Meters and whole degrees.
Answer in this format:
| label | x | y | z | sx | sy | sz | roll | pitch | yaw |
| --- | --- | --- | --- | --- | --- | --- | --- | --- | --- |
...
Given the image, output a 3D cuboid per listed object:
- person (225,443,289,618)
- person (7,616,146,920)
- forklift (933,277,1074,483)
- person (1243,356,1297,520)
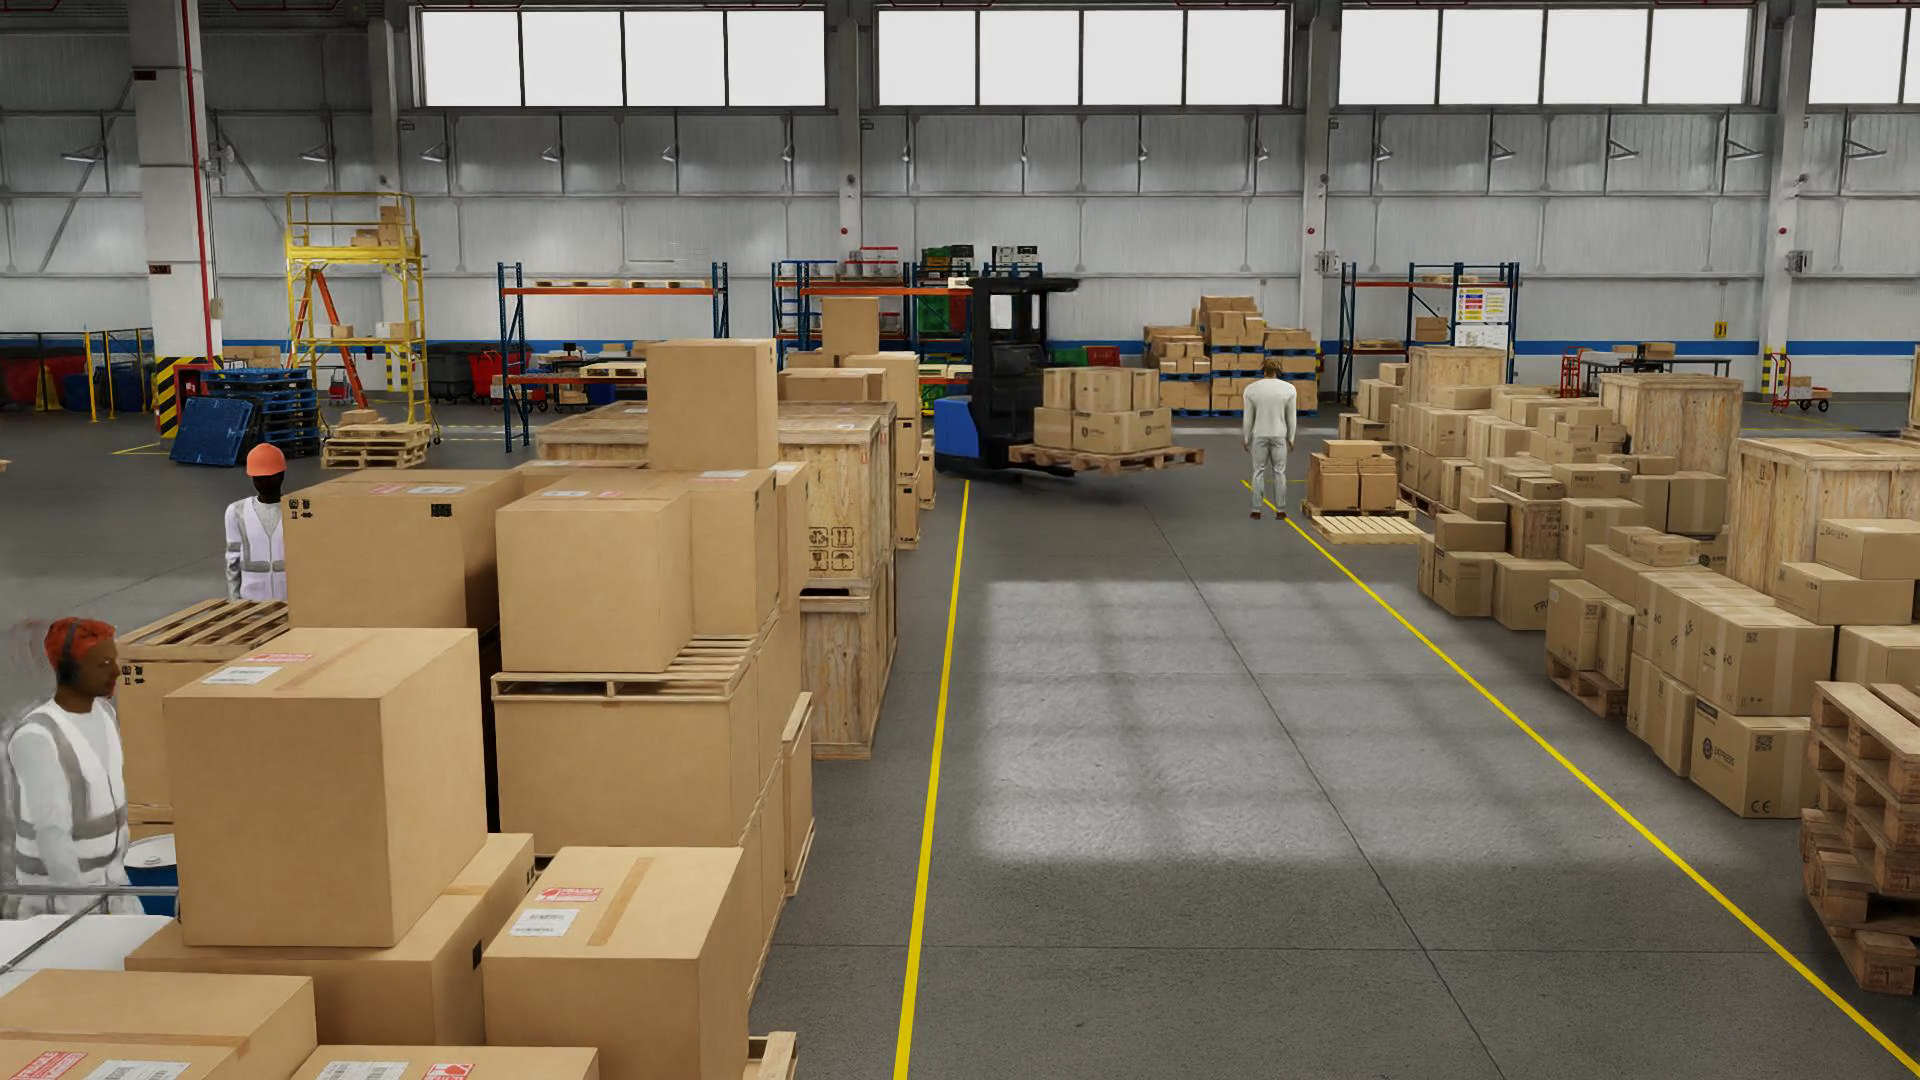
| label | x | y | z | sx | sy | sz | roll | pitch | yaw |
| --- | --- | --- | --- | --- | --- | --- | --- | --- | --- |
| person | -4.220 | 0.367 | 10.253 | 0.545 | 1.938 | 0.355 | -3 | 10 | -18 |
| person | -3.112 | 1.173 | 5.763 | 0.992 | 1.841 | 0.580 | 1 | 9 | 3 |
| forklift | 0.565 | -2.304 | 23.436 | 1.129 | 2.768 | 1.873 | -8 | 12 | -40 |
| person | 3.647 | -1.197 | 19.622 | 0.629 | 1.940 | 0.373 | 1 | 10 | 9 |
